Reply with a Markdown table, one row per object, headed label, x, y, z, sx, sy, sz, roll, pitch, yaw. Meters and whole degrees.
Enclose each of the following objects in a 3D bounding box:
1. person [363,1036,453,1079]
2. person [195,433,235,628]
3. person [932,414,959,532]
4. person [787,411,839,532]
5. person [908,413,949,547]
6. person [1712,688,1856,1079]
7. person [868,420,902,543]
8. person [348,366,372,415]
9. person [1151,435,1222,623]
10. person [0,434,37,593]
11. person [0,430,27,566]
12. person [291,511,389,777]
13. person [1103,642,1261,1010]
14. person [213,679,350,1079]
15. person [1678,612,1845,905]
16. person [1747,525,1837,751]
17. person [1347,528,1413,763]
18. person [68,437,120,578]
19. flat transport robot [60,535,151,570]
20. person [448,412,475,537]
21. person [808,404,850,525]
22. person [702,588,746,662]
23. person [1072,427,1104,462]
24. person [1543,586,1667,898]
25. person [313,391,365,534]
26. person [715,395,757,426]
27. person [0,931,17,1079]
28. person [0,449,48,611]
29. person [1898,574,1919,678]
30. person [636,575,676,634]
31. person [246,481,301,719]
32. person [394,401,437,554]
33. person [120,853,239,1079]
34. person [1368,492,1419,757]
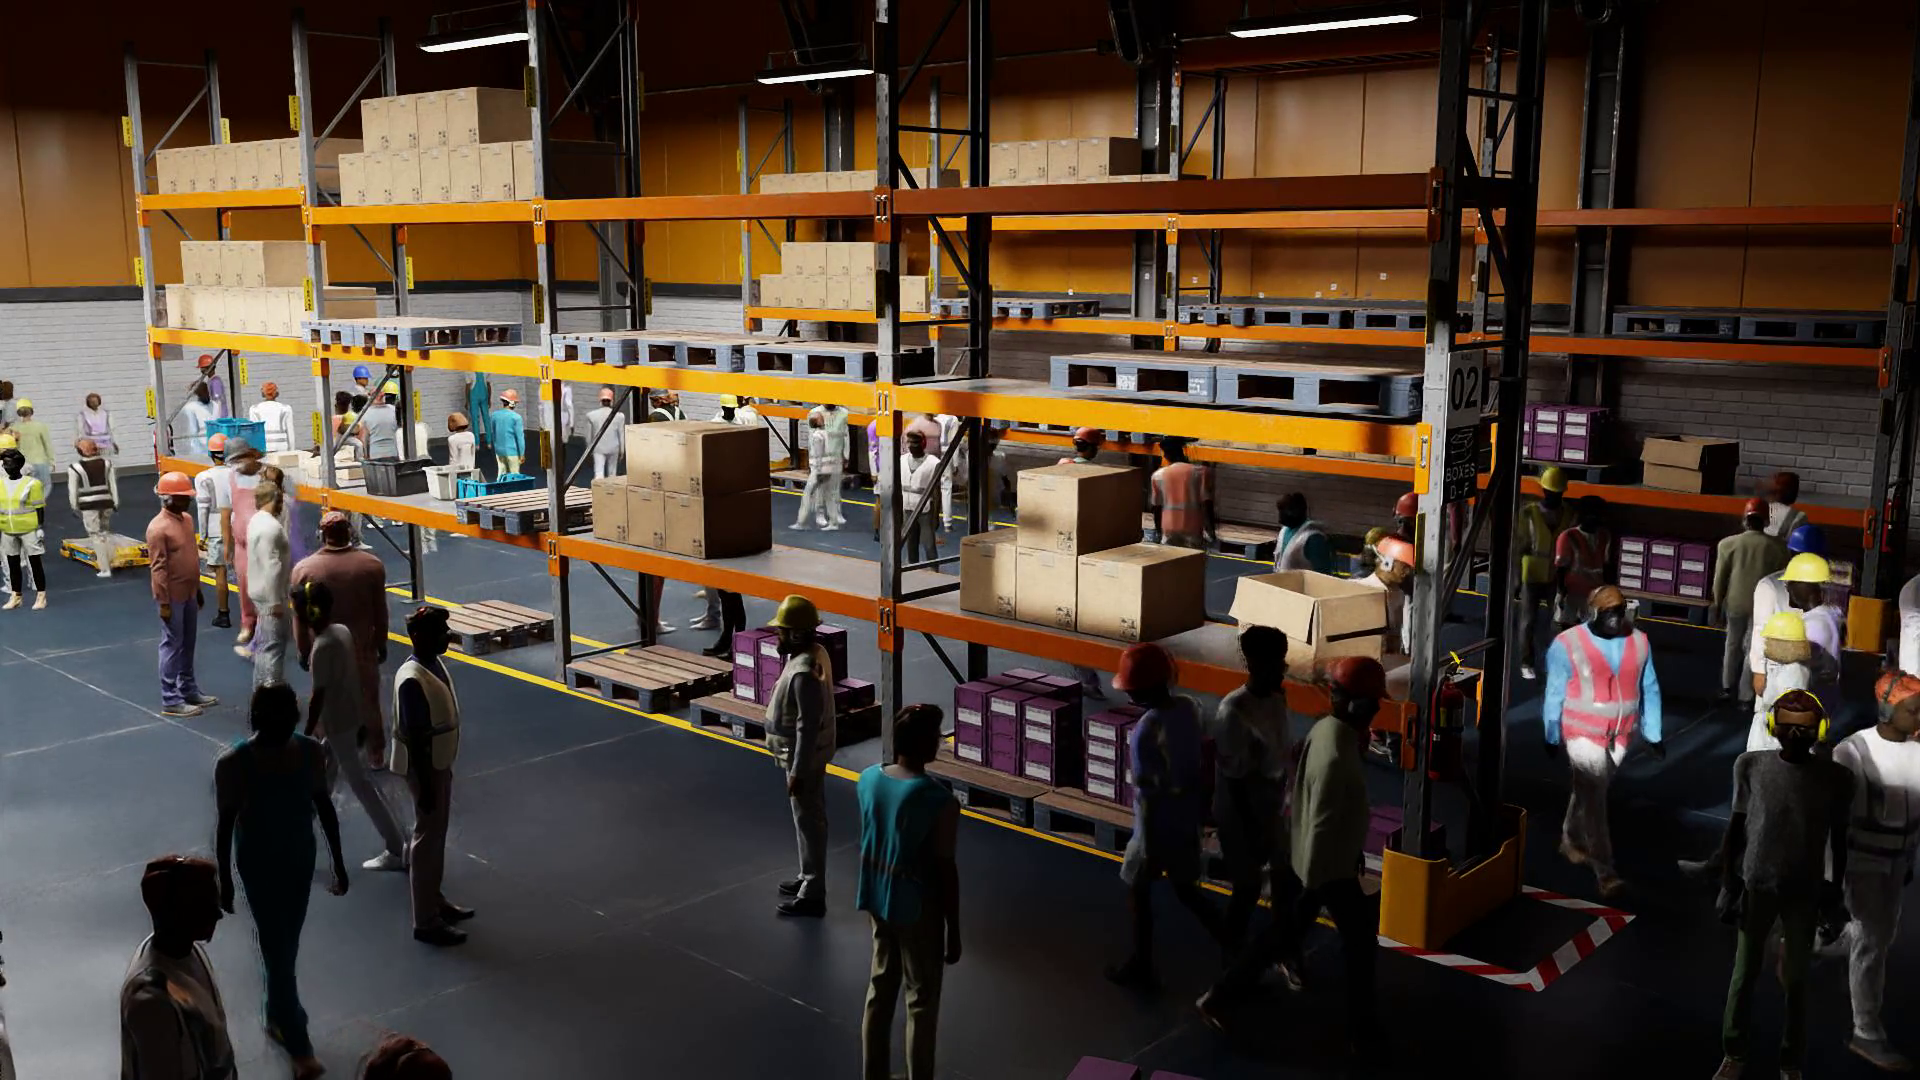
| label | x | y | z | sx | sy | sz | roll | pitch | yaw |
| --- | --- | --- | --- | --- | --- | --- | --- | --- | --- |
| person | -1.359 | 2.120 | 4.185 | 0.415 | 1.867 | 0.593 | 9 | 13 | 40 |
| person | -7.299 | -0.098 | 16.534 | 0.552 | 1.935 | 0.365 | -9 | 13 | -42 |
| person | -0.288 | -1.034 | 22.018 | 0.573 | 1.877 | 0.353 | 3 | 10 | 14 |
| person | -1.944 | -0.902 | 22.023 | 0.756 | 1.606 | 0.509 | 2 | 10 | 11 |
| person | -0.448 | -0.861 | 20.947 | 0.618 | 1.902 | 0.734 | 7 | 12 | 34 |
| person | 3.623 | 1.563 | 7.337 | 0.513 | 1.872 | 0.328 | 5 | 11 | 26 |
| person | -0.916 | -0.920 | 21.224 | 0.393 | 1.927 | 0.549 | 9 | 13 | 41 |
| person | -9.194 | -1.711 | 25.630 | 0.391 | 1.948 | 0.606 | 1 | 10 | 7 |
| person | 2.284 | -0.096 | 16.593 | 0.781 | 1.928 | 0.393 | 4 | 11 | 20 |
| person | -10.379 | -0.295 | 18.233 | 0.332 | 1.732 | 0.485 | 9 | 13 | 40 |
| person | -11.195 | -0.490 | 19.621 | 0.520 | 1.630 | 0.324 | 3 | 10 | 16 |
| person | -4.432 | 0.740 | 11.931 | 0.643 | 1.900 | 0.398 | -4 | 11 | -23 |
| person | 1.065 | 1.409 | 8.173 | 0.842 | 1.883 | 0.588 | 10 | 14 | 43 |
| person | -3.063 | 1.537 | 7.635 | 0.886 | 1.807 | 0.523 | 9 | 13 | 41 |
| person | 4.727 | 1.247 | 9.603 | 0.926 | 1.689 | 0.498 | 8 | 13 | 39 |
| person | 5.591 | 0.850 | 11.178 | 0.610 | 1.939 | 0.416 | -2 | 10 | -12 |
| person | 3.057 | 0.772 | 12.207 | 0.493 | 1.735 | 0.323 | 2 | 10 | 9 |
| person | -9.875 | -0.370 | 18.947 | 0.476 | 1.616 | 0.508 | 6 | 12 | 32 |
| flat transport robot | -10.218 | 0.131 | 19.954 | 1.431 | 0.197 | 0.652 | 10 | 14 | 44 |
| person | -6.486 | -0.849 | 21.644 | 0.286 | 1.633 | 0.498 | 4 | 11 | 20 |
| person | -1.783 | -1.163 | 22.637 | 0.590 | 1.912 | 0.391 | -5 | 11 | -26 |
| person | -2.137 | 0.131 | 15.160 | 0.372 | 1.966 | 0.603 | -5 | 11 | -25 |
| person | 1.236 | -0.128 | 16.450 | 0.408 | 2.033 | 0.608 | -7 | 12 | -34 |
| person | 3.815 | 1.160 | 9.835 | 0.635 | 1.795 | 0.955 | -2 | 10 | -10 |
| person | -8.006 | -0.952 | 21.432 | 0.680 | 1.918 | 0.641 | -7 | 12 | -34 |
| person | -2.945 | -1.093 | 22.078 | 0.603 | 1.967 | 0.366 | 2 | 10 | 13 |
| person | -2.961 | 2.012 | 4.916 | 0.389 | 1.836 | 0.561 | -1 | 10 | -5 |
| person | -9.754 | -0.104 | 17.252 | 0.541 | 1.696 | 0.316 | 0 | 10 | 1 |
| person | 6.514 | 0.895 | 11.034 | 0.636 | 1.902 | 0.405 | -4 | 11 | -20 |
| person | -3.015 | -0.022 | 16.207 | 0.391 | 1.905 | 0.599 | -5 | 11 | -27 |
| person | -5.543 | 0.490 | 13.363 | 0.362 | 1.895 | 0.703 | -5 | 11 | -25 |
| person | -6.712 | -0.763 | 20.456 | 0.488 | 1.890 | 0.610 | 2 | 10 | 12 |
| person | -2.490 | 1.912 | 5.363 | 0.361 | 1.872 | 0.585 | -3 | 10 | -17 |
| person | 3.307 | 0.619 | 12.360 | 0.621 | 1.986 | 0.409 | -6 | 12 | -30 |
